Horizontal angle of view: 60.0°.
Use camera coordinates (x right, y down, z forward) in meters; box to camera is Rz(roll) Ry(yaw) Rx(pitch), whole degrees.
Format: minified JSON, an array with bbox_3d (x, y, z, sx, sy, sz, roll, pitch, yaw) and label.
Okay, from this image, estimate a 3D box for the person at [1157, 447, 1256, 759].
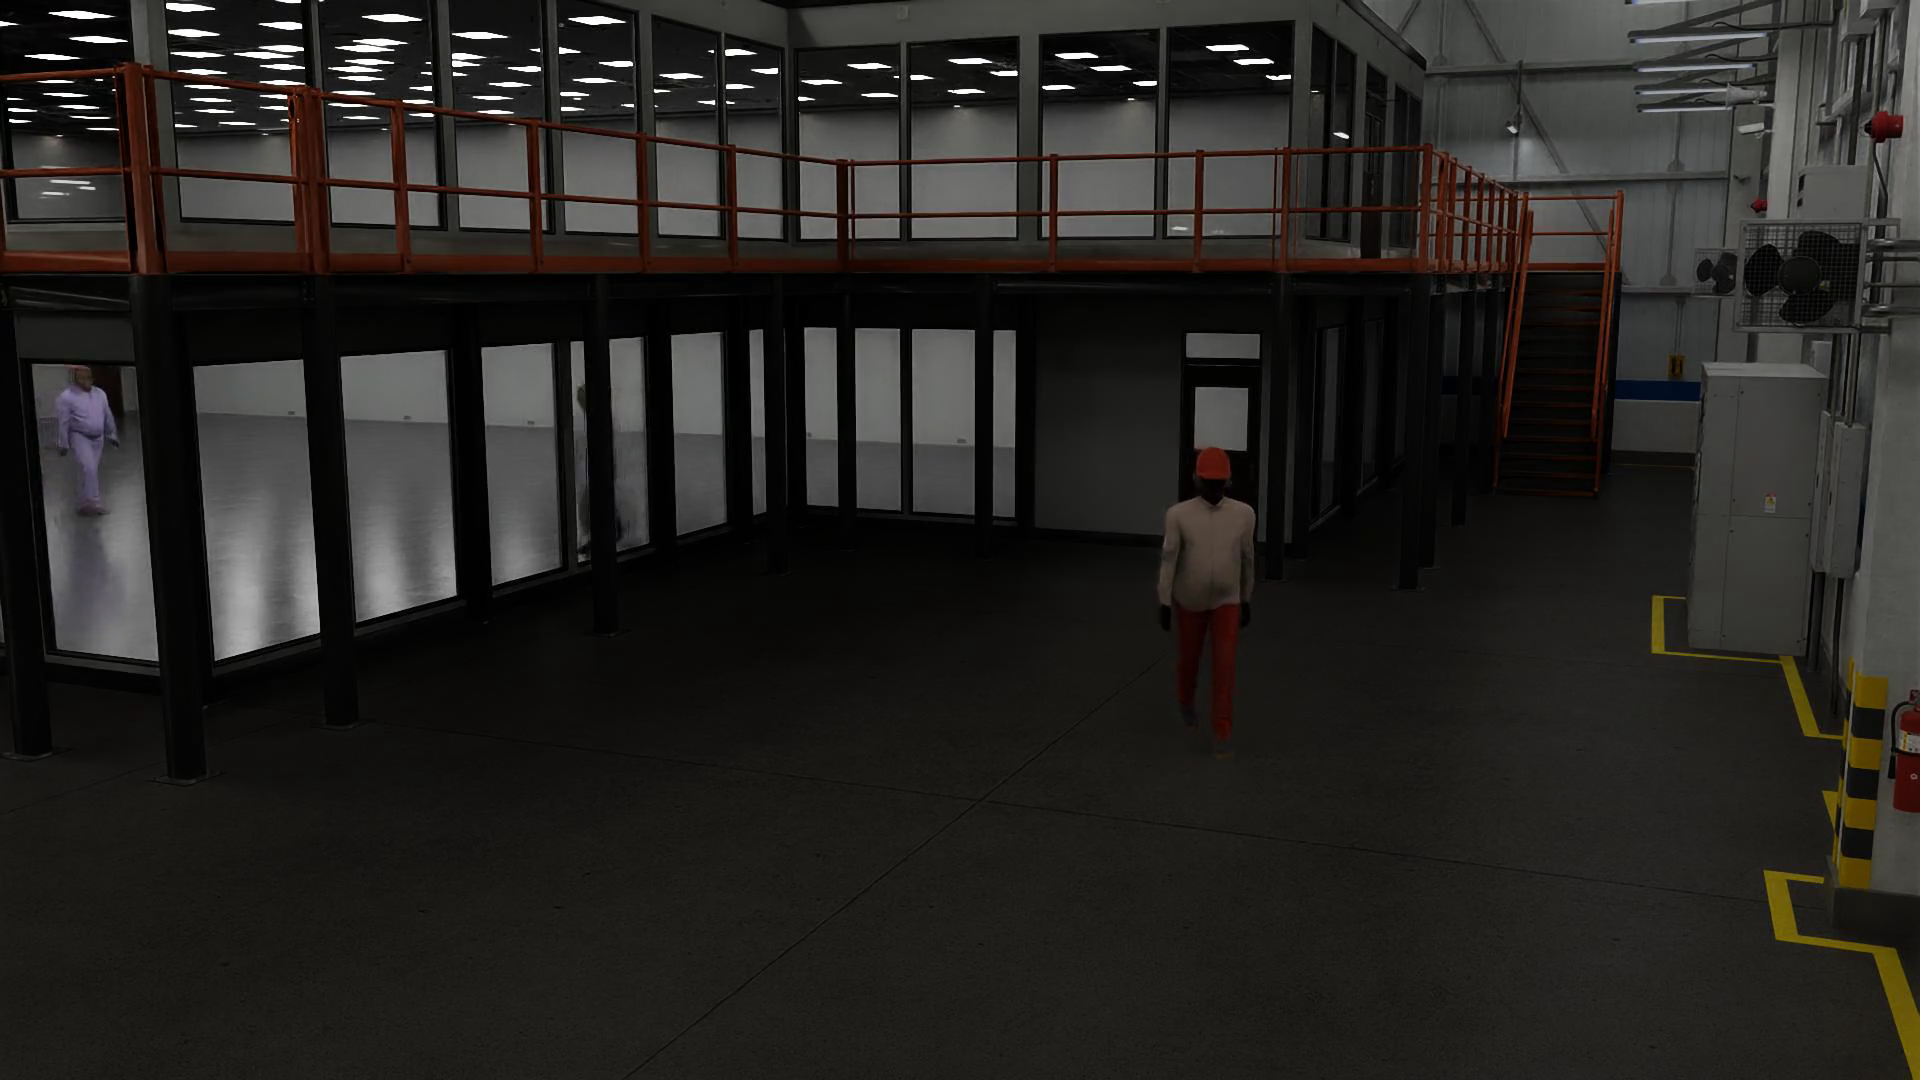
[{"bbox_3d":[1.584,0.354,10.766,0.636,1.952,1.017,0,9,-1],"label":"person"}]
